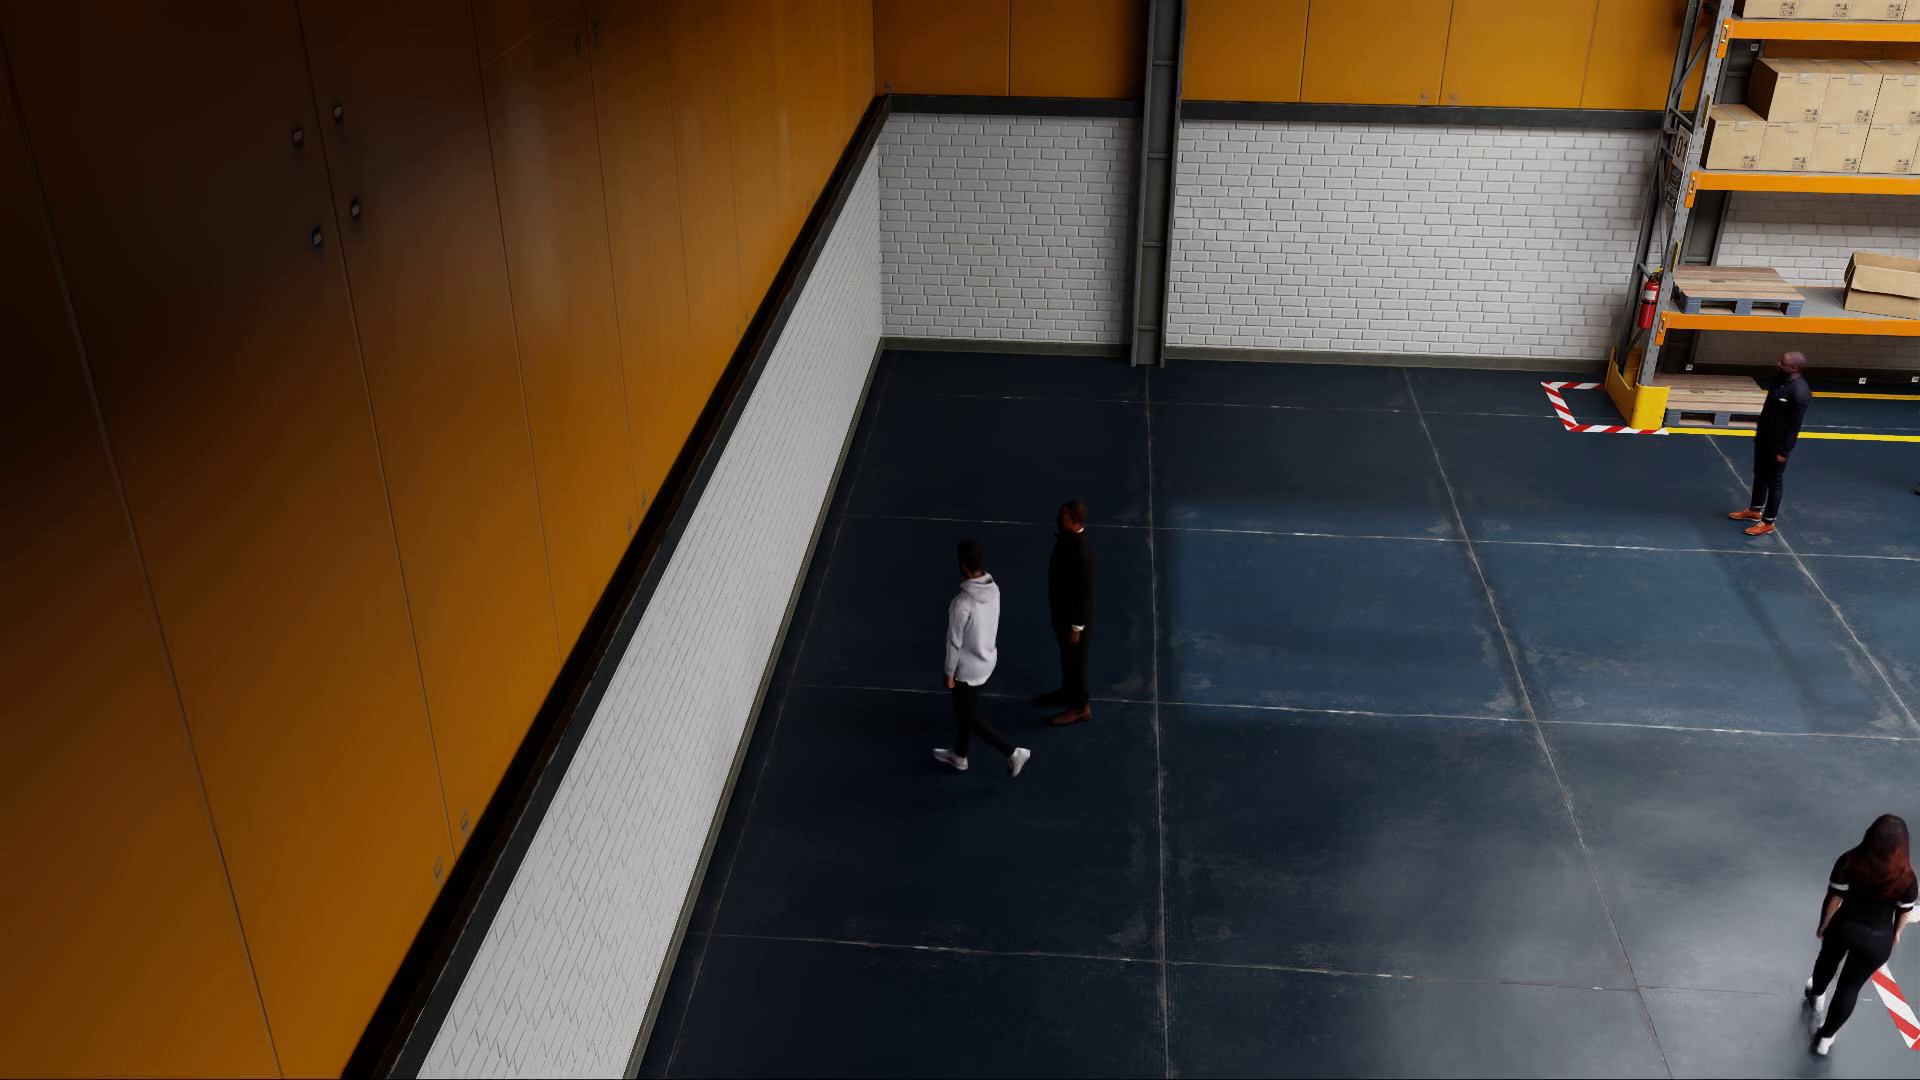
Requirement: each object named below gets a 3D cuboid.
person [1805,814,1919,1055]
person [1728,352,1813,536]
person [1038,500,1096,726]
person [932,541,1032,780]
[{"bbox_3d":[5.294,2.370,9.805,0.879,1.620,0.874,17,33,28],"label":"person"},{"bbox_3d":[7.682,-0.930,15.649,0.626,1.818,0.710,-1,29,-2],"label":"person"},{"bbox_3d":[0.869,0.543,12.858,0.691,1.904,0.738,-4,29,-7],"label":"person"},{"bbox_3d":[0.178,0.934,12.150,1.193,1.896,0.993,13,31,22],"label":"person"}]
